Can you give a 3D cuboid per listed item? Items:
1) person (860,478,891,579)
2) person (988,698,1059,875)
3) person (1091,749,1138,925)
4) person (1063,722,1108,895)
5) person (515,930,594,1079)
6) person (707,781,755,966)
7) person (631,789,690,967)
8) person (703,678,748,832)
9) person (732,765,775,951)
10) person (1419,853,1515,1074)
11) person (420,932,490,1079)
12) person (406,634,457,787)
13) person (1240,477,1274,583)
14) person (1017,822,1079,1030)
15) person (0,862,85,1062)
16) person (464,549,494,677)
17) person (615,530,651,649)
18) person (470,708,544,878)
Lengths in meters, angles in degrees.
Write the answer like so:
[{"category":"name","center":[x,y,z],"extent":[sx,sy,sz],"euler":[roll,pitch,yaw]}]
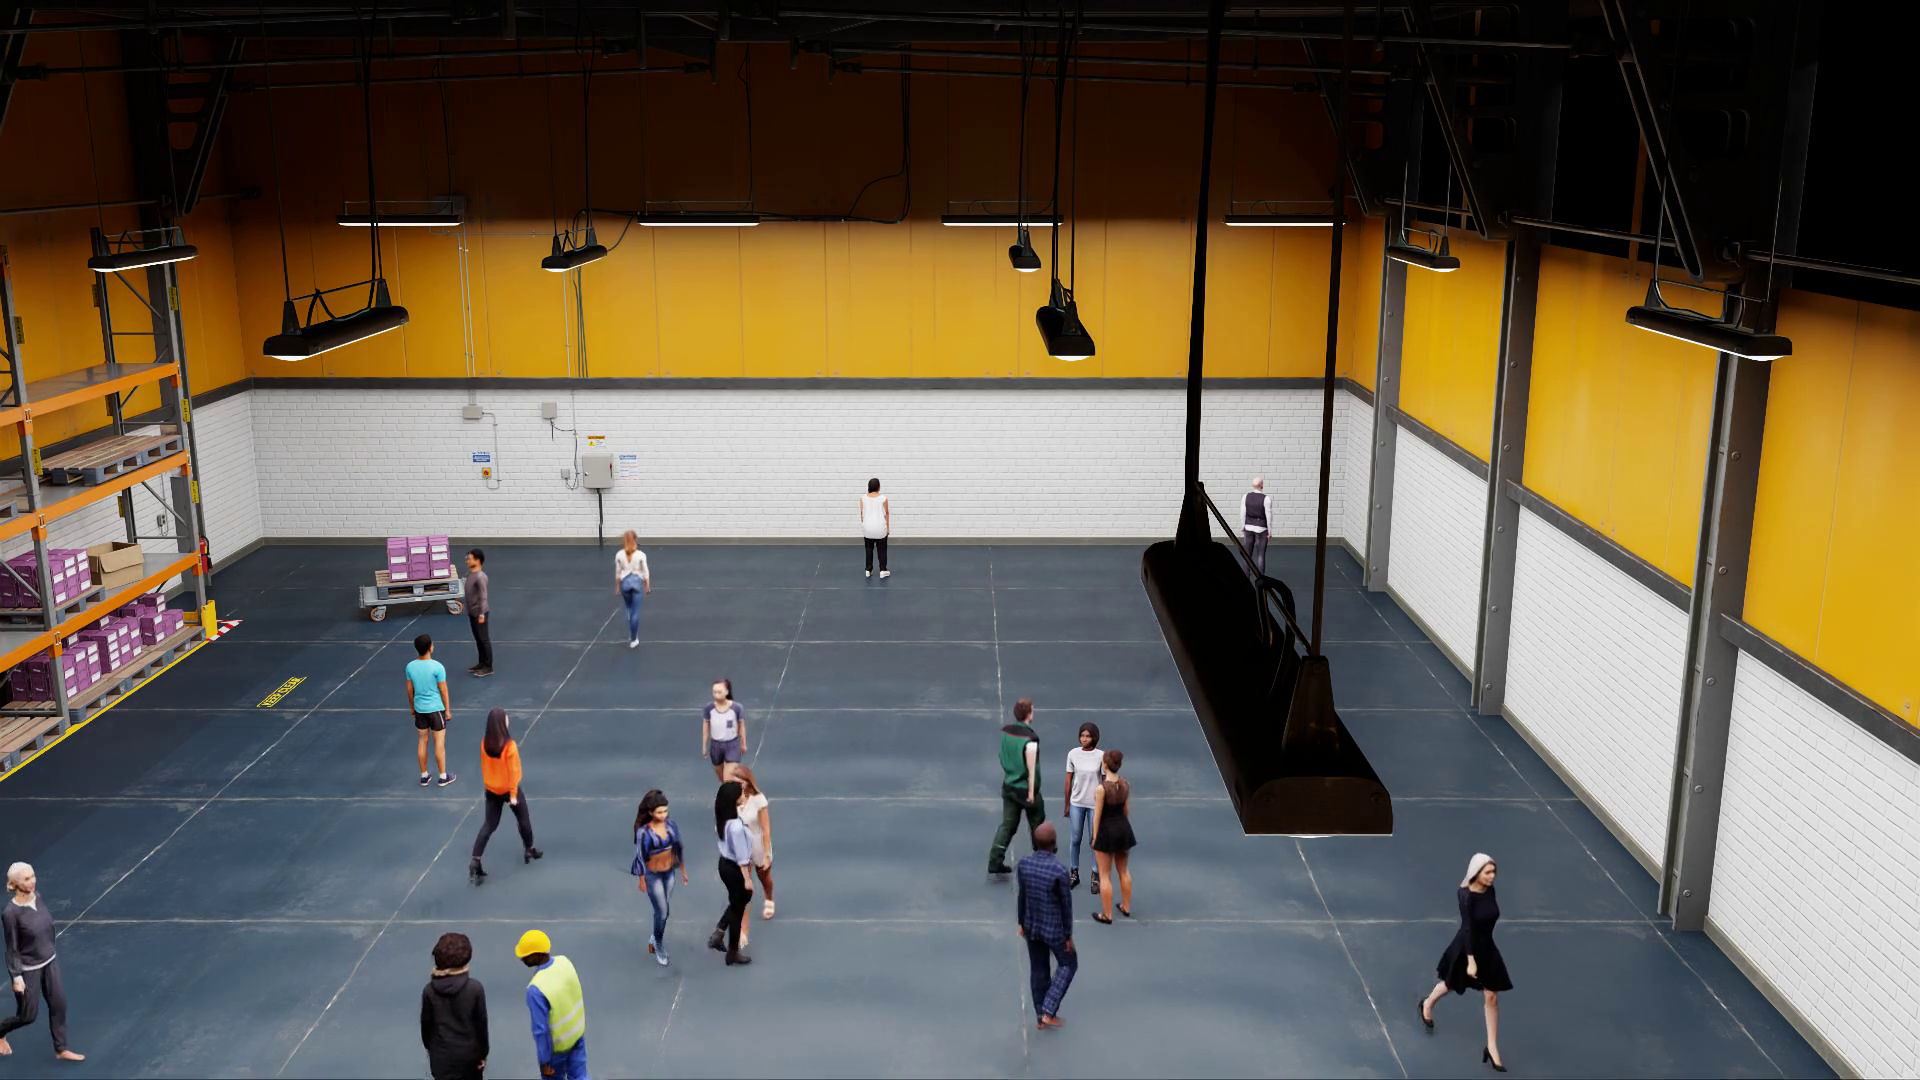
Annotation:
[{"category":"person","center":[-1.428,-0.221,28.043],"extent":[0.731,1.687,0.714],"euler":[4,14,17]},{"category":"person","center":[0.537,2.498,16.586],"extent":[1.214,1.795,1.140],"euler":[-13,19,-43]},{"category":"person","center":[1.444,2.781,15.683],"extent":[0.705,1.669,0.748],"euler":[-10,17,-34]},{"category":"person","center":[1.242,2.608,16.291],"extent":[0.642,1.719,0.609],"euler":[4,14,15]},{"category":"person","center":[-2.843,3.620,11.995],"extent":[1.015,1.773,1.033],"euler":[7,15,27]},{"category":"person","center":[-2.092,2.975,14.734],"extent":[0.817,1.737,0.727],"euler":[-6,15,-22]},{"category":"person","center":[-2.739,2.998,14.921],"extent":[0.811,1.605,0.746],"euler":[12,18,40]},{"category":"person","center":[-2.506,2.269,17.935],"extent":[0.752,1.604,1.090],"euler":[2,14,9]},{"category":"person","center":[-1.896,2.858,15.423],"extent":[0.772,1.642,1.255],"euler":[2,14,9]},{"category":"person","center":[4.038,3.329,13.351],"extent":[0.981,1.701,1.230],"euler":[-8,16,-29]},{"category":"person","center":[-3.579,3.678,11.805],"extent":[0.805,1.750,1.171],"euler":[-3,14,-14]},{"category":"person","center":[-6.048,1.936,18.946],"extent":[0.641,1.775,0.546],"euler":[2,14,7]},{"category":"person","center":[4.878,-0.140,27.420],"extent":[0.781,1.823,0.768],"euler":[7,15,28]},{"category":"person","center":[0.686,3.203,13.639],"extent":[0.811,1.810,0.828],"euler":[8,16,29]},{"category":"person","center":[-7.426,3.362,13.209],"extent":[0.789,1.704,0.948],"euler":[2,14,10]},{"category":"person","center":[-6.610,0.987,22.878],"extent":[0.778,1.768,0.666],"euler":[3,14,13]},{"category":"person","center":[-4.770,0.727,24.093],"extent":[0.672,1.702,0.890],"euler":[1,14,5]},{"category":"person","center":[-4.626,2.548,16.555],"extent":[0.994,1.711,1.203],"euler":[8,16,30]}]
